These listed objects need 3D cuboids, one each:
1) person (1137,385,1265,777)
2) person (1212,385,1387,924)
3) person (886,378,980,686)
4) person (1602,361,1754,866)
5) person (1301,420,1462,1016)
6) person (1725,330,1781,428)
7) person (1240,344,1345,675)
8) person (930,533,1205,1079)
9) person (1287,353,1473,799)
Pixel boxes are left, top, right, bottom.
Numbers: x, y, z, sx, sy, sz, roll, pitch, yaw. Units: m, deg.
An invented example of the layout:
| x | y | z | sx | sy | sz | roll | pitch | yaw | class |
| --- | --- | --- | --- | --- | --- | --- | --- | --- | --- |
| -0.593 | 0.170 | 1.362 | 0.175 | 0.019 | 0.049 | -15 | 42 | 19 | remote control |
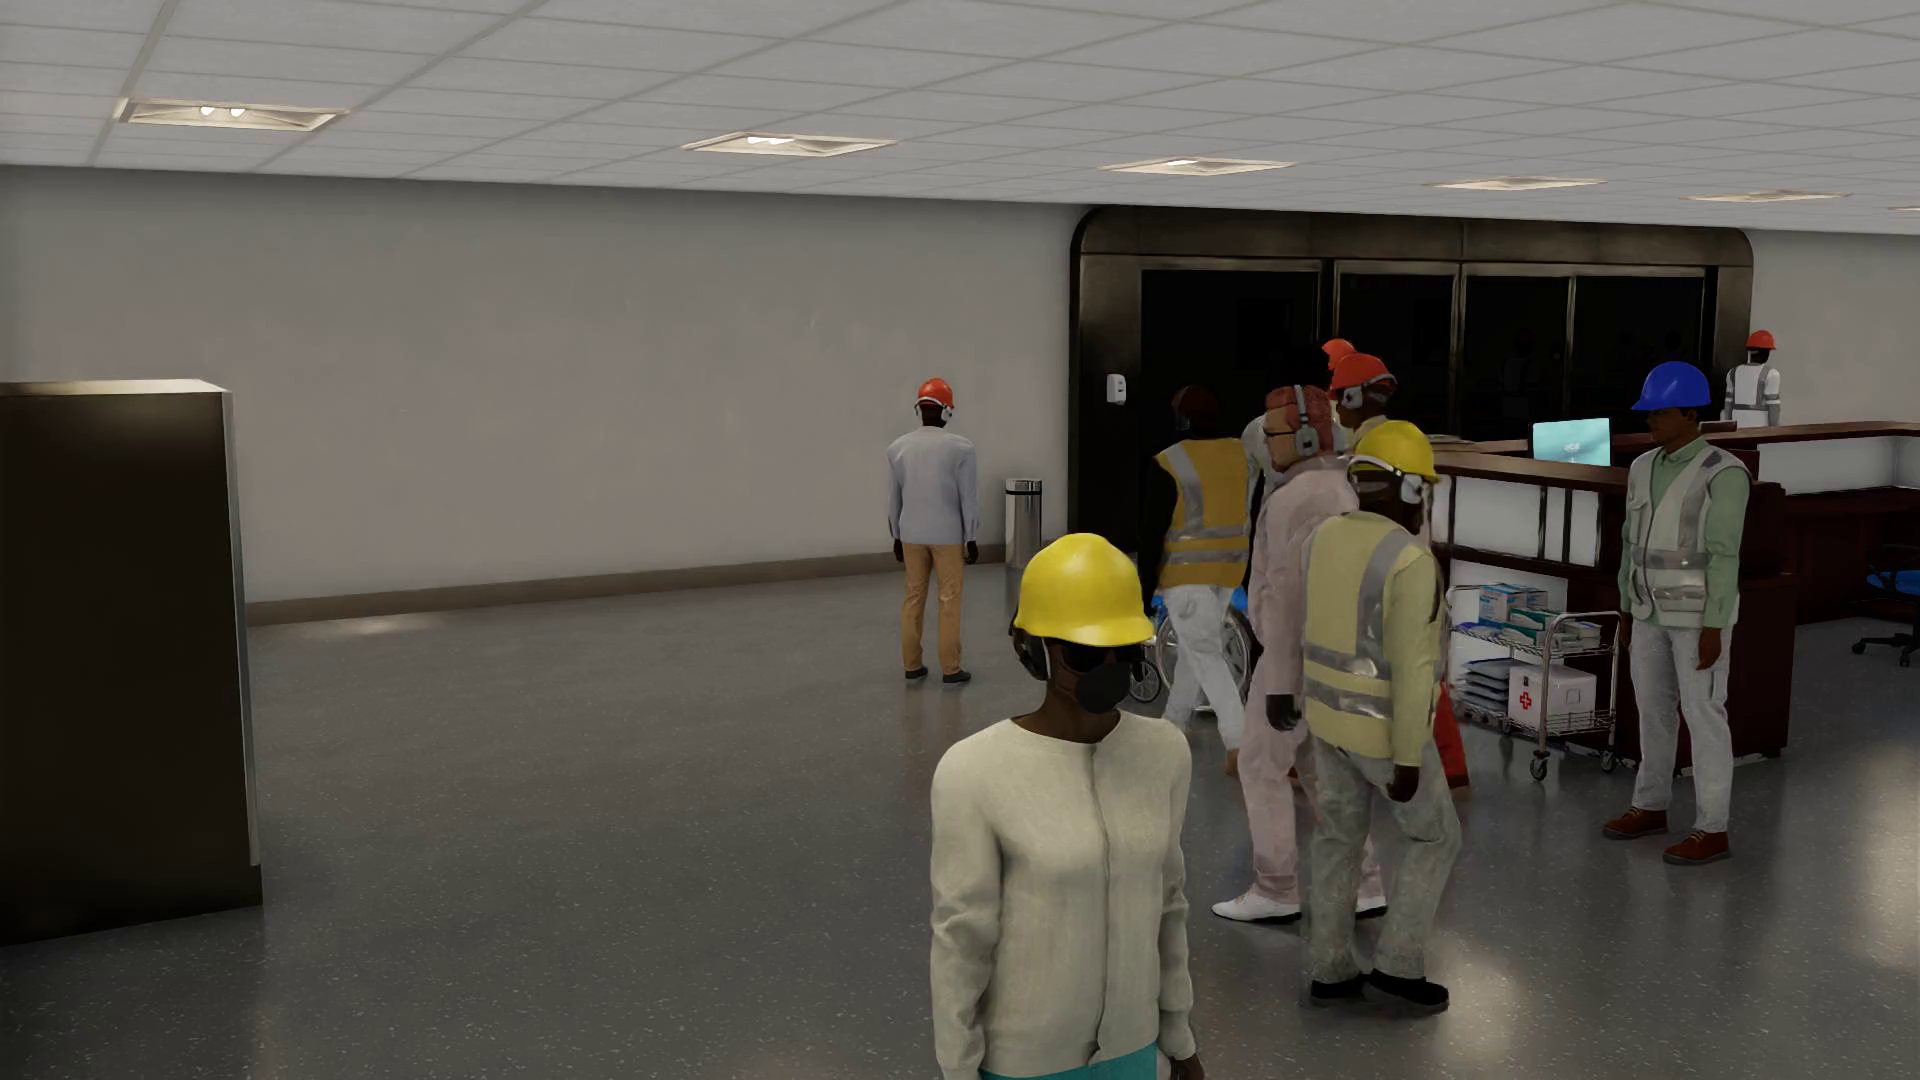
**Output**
| x | y | z | sx | sy | sz | roll | pitch | yaw | class |
| --- | --- | --- | --- | --- | --- | --- | --- | --- | --- |
| 1.143 | 0.175 | 7.753 | 0.630 | 1.791 | 0.981 | -5 | 9 | -31 | person |
| 1.178 | 0.412 | 5.654 | 0.548 | 1.879 | 0.686 | 6 | 10 | 38 | person |
| -0.139 | -0.047 | 9.484 | 0.564 | 1.743 | 0.352 | 4 | 9 | 25 | person |
| 2.775 | 0.277 | 6.472 | 0.421 | 1.939 | 0.600 | -3 | 8 | -19 | person |
| 1.295 | 0.542 | 5.028 | 0.524 | 1.800 | 0.588 | -4 | 9 | -25 | person |
| 7.752 | -1.074 | 16.238 | 0.378 | 1.933 | 0.551 | -5 | 9 | -31 | person |
| 1.651 | 0.015 | 8.240 | 0.369 | 1.963 | 0.609 | -7 | 10 | -40 | person |
| 0.190 | 0.864 | 2.811 | 0.523 | 1.769 | 0.316 | -5 | 9 | -31 | person |
| 1.797 | 0.166 | 7.235 | 0.961 | 1.931 | 0.639 | 3 | 9 | 23 | person |
